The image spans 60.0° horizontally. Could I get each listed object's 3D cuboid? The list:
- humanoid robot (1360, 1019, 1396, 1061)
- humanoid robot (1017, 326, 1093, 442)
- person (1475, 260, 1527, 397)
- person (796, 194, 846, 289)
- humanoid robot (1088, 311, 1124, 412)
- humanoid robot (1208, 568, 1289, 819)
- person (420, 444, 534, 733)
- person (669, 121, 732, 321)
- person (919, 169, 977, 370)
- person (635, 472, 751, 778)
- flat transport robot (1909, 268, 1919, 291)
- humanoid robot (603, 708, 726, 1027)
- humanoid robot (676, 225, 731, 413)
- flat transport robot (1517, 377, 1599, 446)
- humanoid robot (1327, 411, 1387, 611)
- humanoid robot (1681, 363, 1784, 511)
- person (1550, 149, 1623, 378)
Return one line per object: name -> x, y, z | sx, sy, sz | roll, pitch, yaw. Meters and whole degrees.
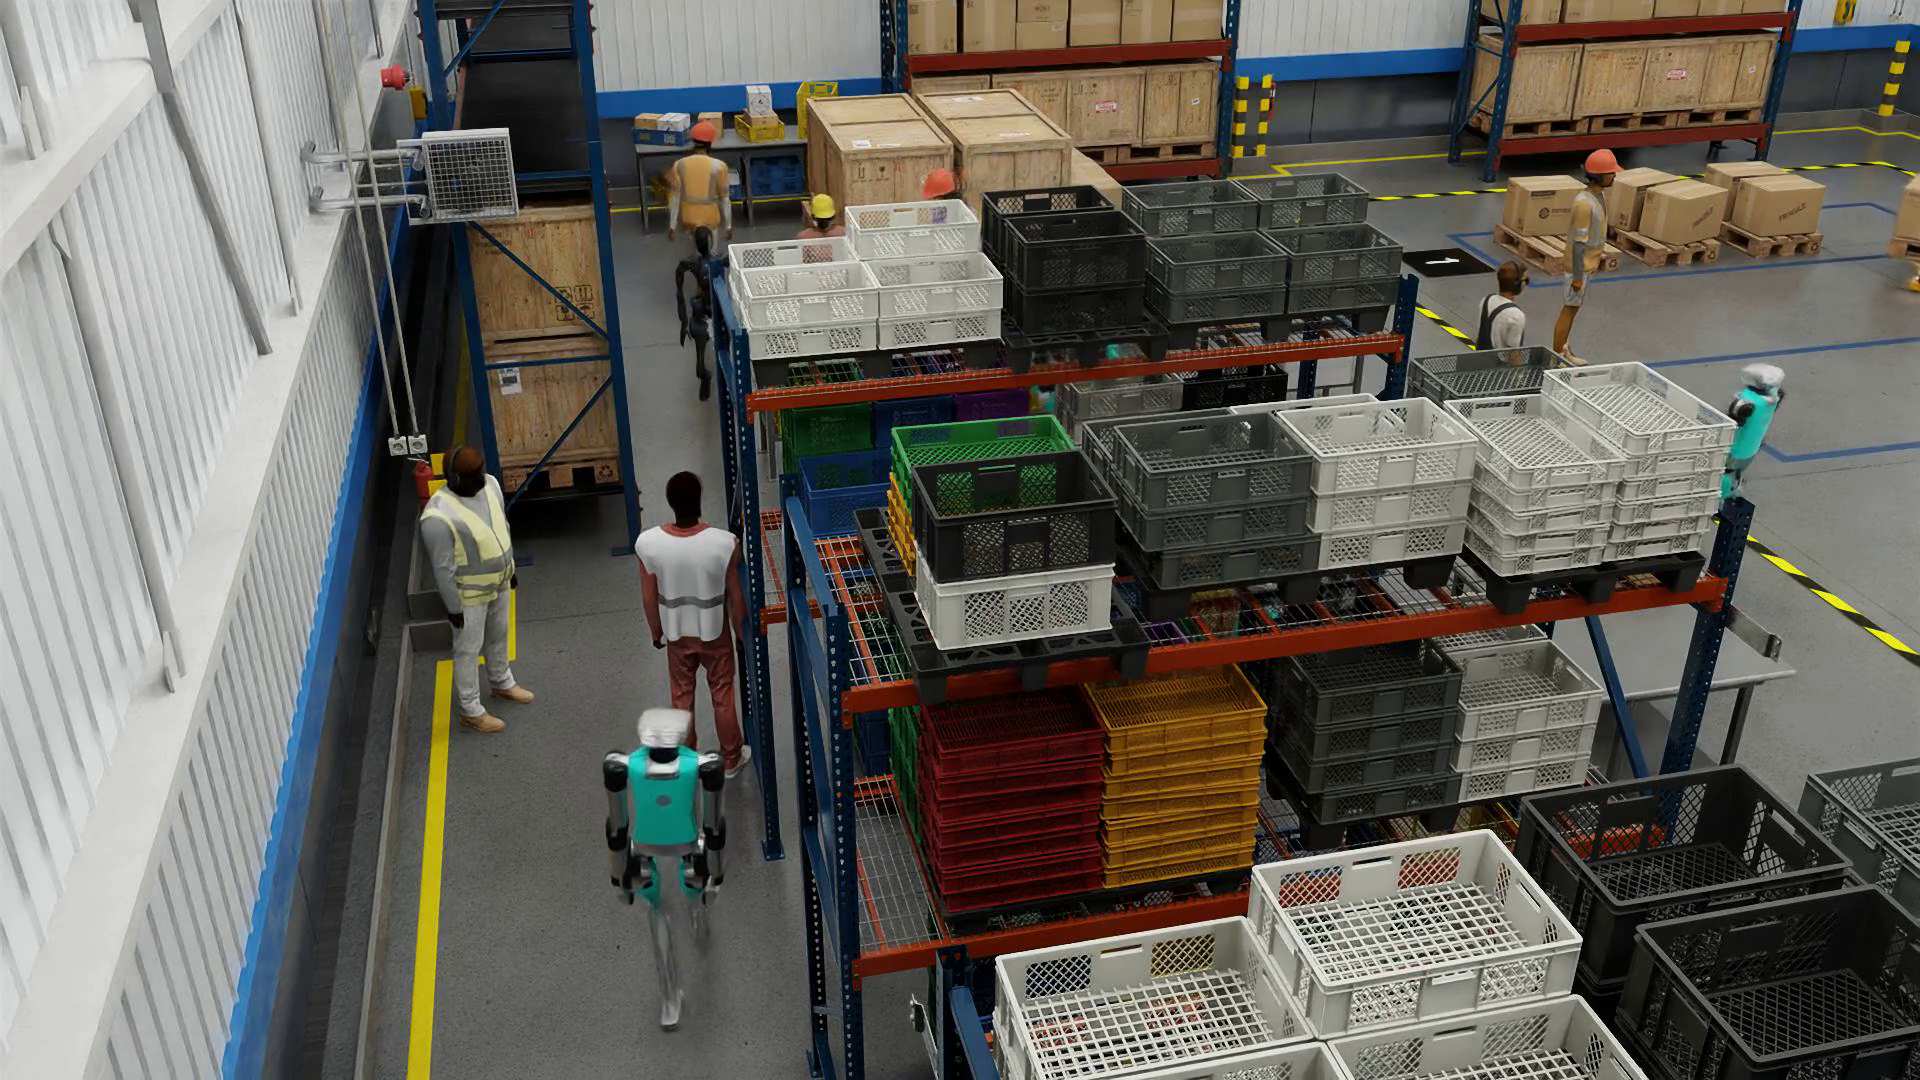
humanoid robot -> 1.155, 2.347, 6.026 | 0.898, 1.774, 0.544 | 1, 28, 2
humanoid robot -> 0.739, -1.304, 12.932 | 0.980, 1.733, 0.542 | -6, 28, -10
person -> 4.094, -1.244, 12.730 | 0.350, 1.841, 0.505 | -8, 29, -15
person -> -1.168, -2.187, 14.601 | 0.521, 1.757, 0.351 | -7, 29, -13
humanoid robot -> 1.323, -0.825, 12.096 | 0.923, 1.816, 0.555 | 6, 28, 11
humanoid robot -> 1.220, 0.930, 8.767 | 0.872, 1.818, 0.552 | 5, 28, 10
person -> -2.845, 0.269, 9.864 | 0.430, 1.836, 0.622 | 10, 29, 19
person -> -2.541, -3.112, 16.234 | 0.605, 1.878, 0.967 | 5, 28, 10
person -> -0.030, -2.294, 14.562 | 0.990, 1.998, 0.607 | -17, 32, -29
person -> -1.473, 0.499, 9.328 | 0.592, 1.922, 0.392 | 1, 28, 2
flat transport robot -> 10.404, -2.861, 17.445 | 0.652, 0.197, 1.431 | 16, 32, 28
humanoid robot -> -1.338, 1.425, 7.833 | 0.573, 1.826, 0.899 | -2, 28, -5
humanoid robot -> -2.090, -1.879, 14.103 | 0.593, 1.647, 0.368 | -4, 28, -8
flat transport robot -> 4.780, -1.036, 14.013 | 0.659, 0.231, 1.431 | -6, 28, -12
humanoid robot -> 2.533, -0.062, 10.662 | 0.443, 1.644, 0.587 | -13, 30, -23
humanoid robot -> 4.975, -0.406, 11.296 | 0.541, 1.819, 0.824 | -22, 35, -35
person -> 5.557, -2.459, 14.807 | 0.366, 2.048, 0.606 | 14, 31, 25
